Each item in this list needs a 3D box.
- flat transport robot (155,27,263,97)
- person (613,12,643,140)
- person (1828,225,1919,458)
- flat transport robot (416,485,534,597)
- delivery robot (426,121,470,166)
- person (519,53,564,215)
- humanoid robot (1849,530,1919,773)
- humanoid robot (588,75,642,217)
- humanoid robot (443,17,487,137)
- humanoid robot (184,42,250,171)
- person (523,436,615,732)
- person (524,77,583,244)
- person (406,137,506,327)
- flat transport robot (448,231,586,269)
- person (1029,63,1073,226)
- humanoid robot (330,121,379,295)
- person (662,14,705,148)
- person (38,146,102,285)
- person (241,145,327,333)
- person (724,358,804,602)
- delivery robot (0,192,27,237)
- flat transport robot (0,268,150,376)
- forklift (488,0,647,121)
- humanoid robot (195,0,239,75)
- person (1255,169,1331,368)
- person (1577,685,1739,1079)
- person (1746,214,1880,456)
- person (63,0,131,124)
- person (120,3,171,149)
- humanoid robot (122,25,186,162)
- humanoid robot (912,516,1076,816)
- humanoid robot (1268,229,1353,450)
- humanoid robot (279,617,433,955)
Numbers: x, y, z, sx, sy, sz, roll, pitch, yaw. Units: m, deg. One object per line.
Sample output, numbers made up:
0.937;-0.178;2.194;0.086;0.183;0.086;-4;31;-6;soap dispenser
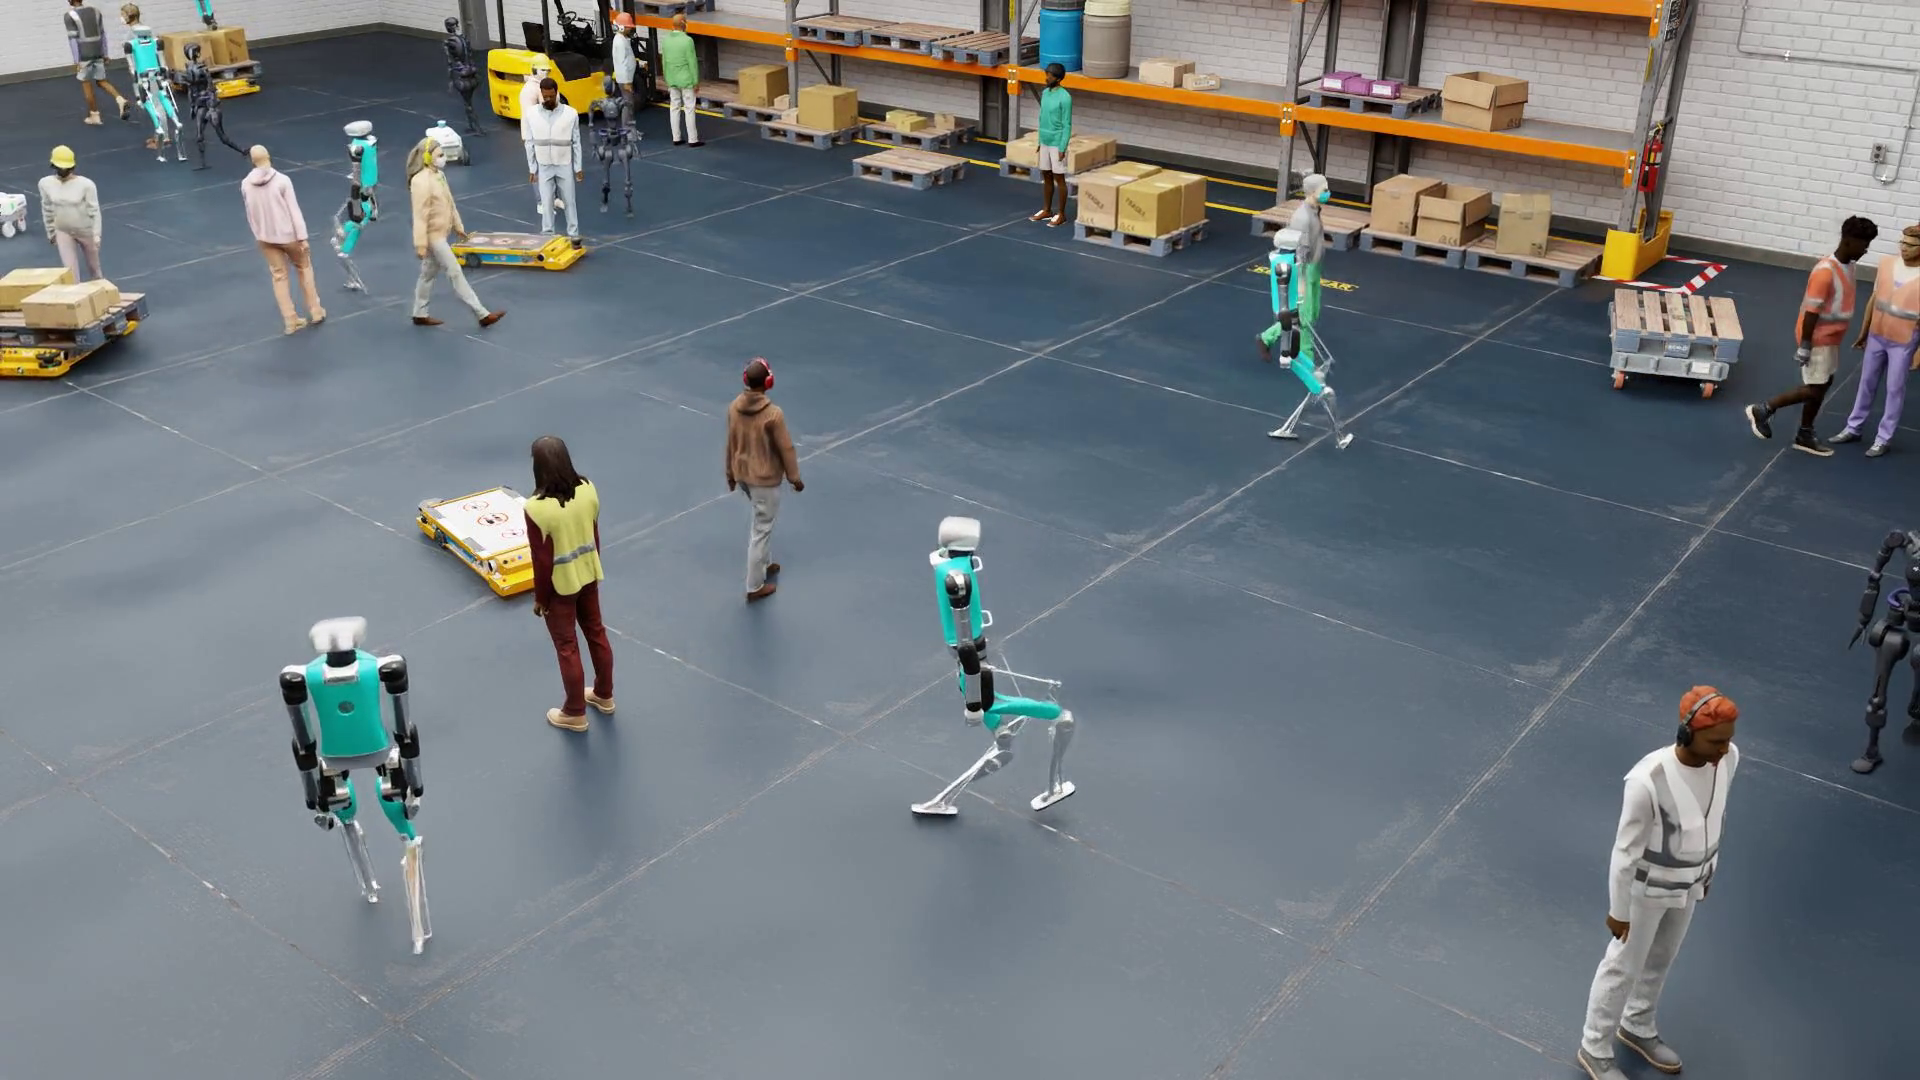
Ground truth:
-11.999;-7.331;26.753;1.431;0.231;0.659;16;30;30;flat transport robot
-4.675;-6.511;23.360;0.346;1.739;0.577;-4;26;-9;person
7.295;-1.556;12.978;0.397;1.847;0.563;-12;28;-23;person
-3.206;-0.021;11.615;0.659;0.231;1.431;-19;32;-34;flat transport robot
-6.858;-5.266;22.146;0.499;0.594;0.779;-12;28;-24;delivery robot
-4.921;-4.813;19.701;0.414;1.863;0.819;10;28;20;person
5.208;0.474;9.006;0.663;1.633;0.613;-20;32;-36;humanoid robot
-4.085;-4.667;19.645;0.608;1.647;0.475;-7;27;-14;humanoid robot
-7.024;-6.546;23.523;0.532;1.642;0.590;10;27;19;humanoid robot
-9.824;-5.695;21.816;0.602;1.642;0.795;17;31;31;humanoid robot
-2.188;0.252;9.324;0.378;1.768;0.466;18;31;33;person
-4.401;-4.069;18.107;0.587;1.916;0.390;-4;26;-8;person
-4.865;-2.896;15.775;0.999;1.813;0.583;0;26;0;person
-4.871;-3.145;18.084;1.431;0.231;0.659;4;26;8;flat transport robot
1.094;-4.580;19.236;0.395;1.853;0.493;-17;31;-32;person
-6.189;-3.327;16.819;0.793;1.805;0.532;3;26;6;humanoid robot
-3.824;-6.321;22.920;0.550;1.782;0.384;13;29;24;person
-8.496;-2.931;15.968;0.543;1.715;0.844;-7;27;-14;person
-6.427;-2.889;15.849;0.576;1.750;0.673;0;26;0;person
-1.257;-0.411;10.846;0.469;1.632;0.603;19;31;34;person
-11.121;-3.758;19.040;0.780;0.609;0.519;-1;26;-1;delivery robot
-8.290;-1.835;15.371;0.659;0.231;1.431;2;26;4;flat transport robot
-5.874;-7.334;24.552;1.214;2.155;2.313;19;32;34;forklift
-11.845;-8.134;26.814;0.744;1.854;0.530;-10;28;-20;humanoid robot
3.020;-2.373;14.693;0.577;1.827;0.526;13;29;25;person
2.867;1.416;6.791;0.576;1.880;0.353;-14;29;-27;person
6.664;-1.599;12.960;0.570;1.936;0.618;22;33;37;person
-12.600;-7.054;24.175;0.692;2.025;0.609;10;28;20;person
-11.183;-6.363;22.842;0.375;1.930;0.627;-10;27;-20;person
-10.605;-5.891;22.092;0.828;1.767;0.545;22;34;38;humanoid robot
0.267;0.699;8.505;1.052;1.766;0.545;-3;26;-5;humanoid robot
2.827;-1.524;13.115;0.884;1.835;0.553;5;26;10;humanoid robot
-2.756;1.059;7.756;0.537;1.794;0.850;-6;26;-13;humanoid robot
